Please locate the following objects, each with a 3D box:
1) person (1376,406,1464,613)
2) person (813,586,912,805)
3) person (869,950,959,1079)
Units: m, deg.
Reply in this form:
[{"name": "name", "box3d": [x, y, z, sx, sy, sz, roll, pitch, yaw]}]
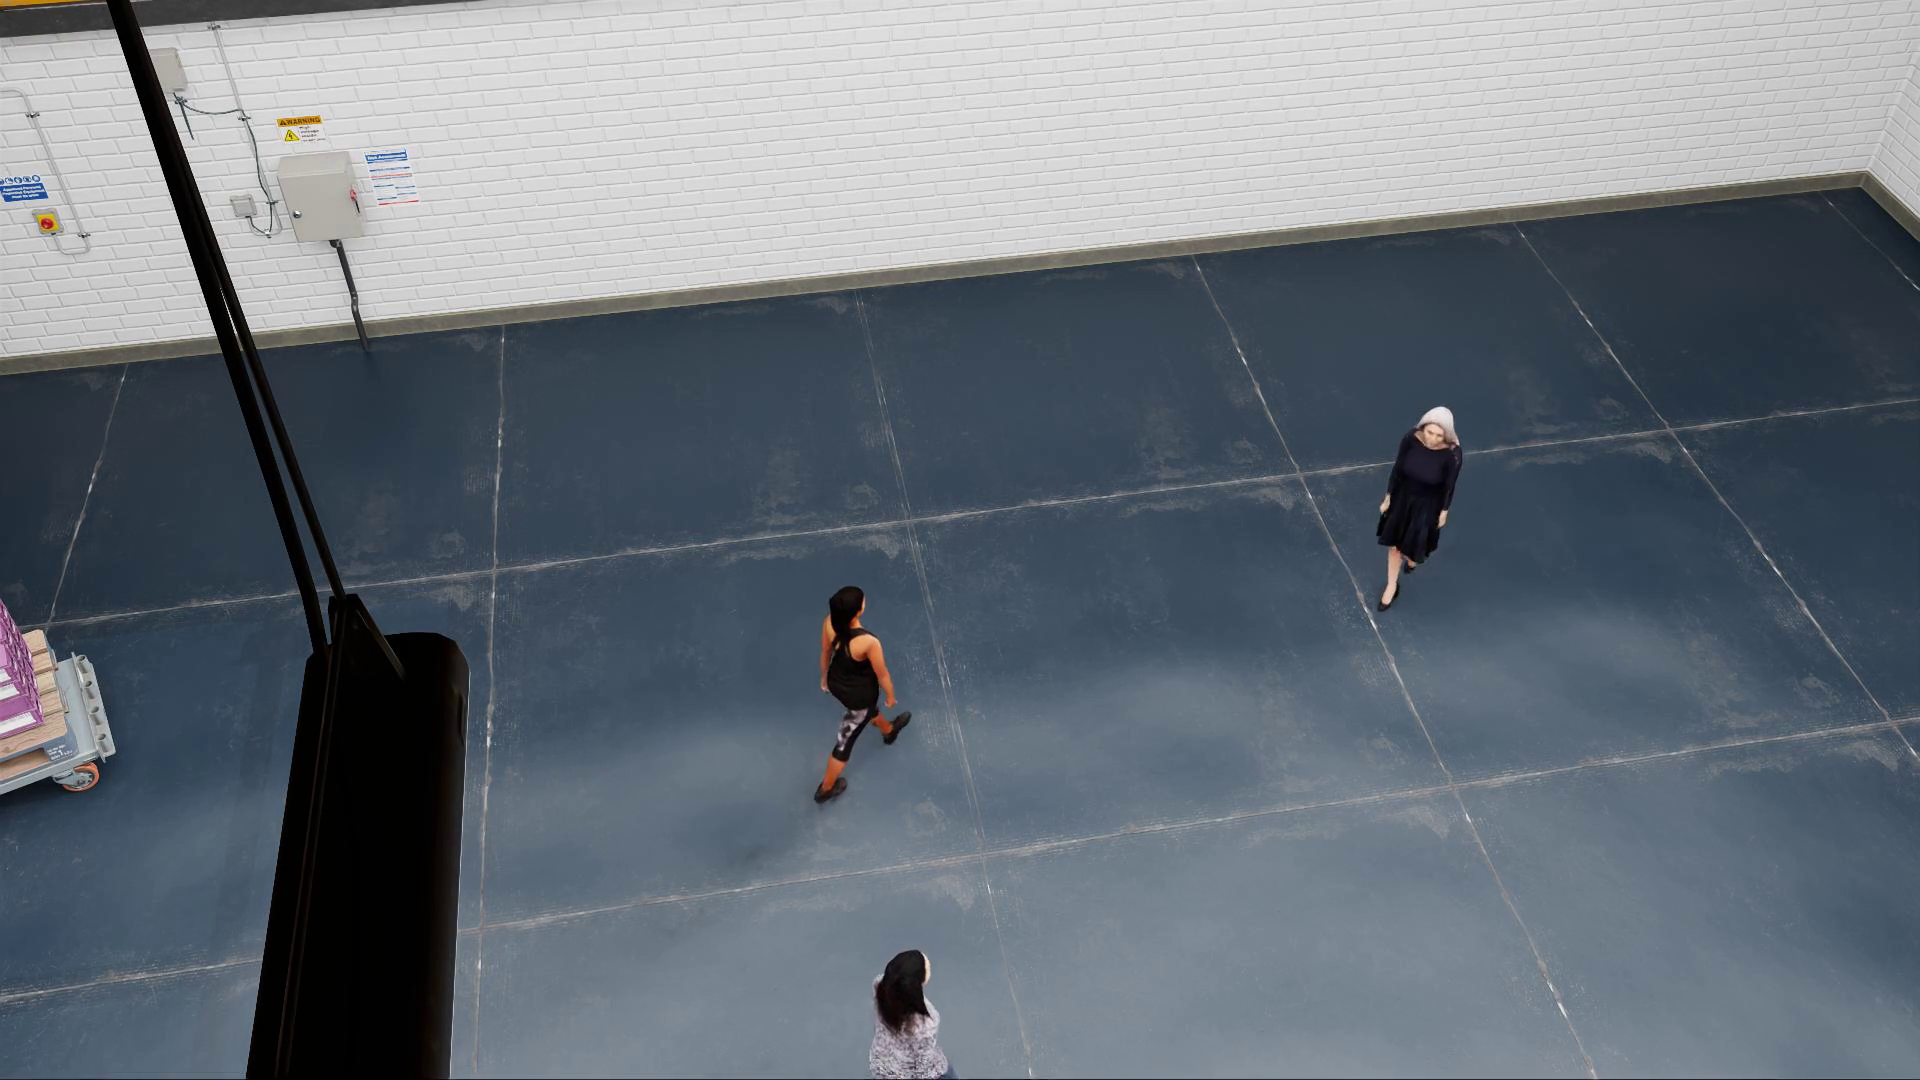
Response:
[{"name": "person", "box3d": [3.050, -0.249, 11.015, 0.844, 1.733, 0.888, 32, 52, 29]}, {"name": "person", "box3d": [-0.676, 0.932, 9.859, 1.103, 1.617, 1.098, 31, 52, 29]}, {"name": "person", "box3d": [-0.323, 2.584, 8.054, 0.780, 1.715, 0.840, 31, 52, 28]}]
